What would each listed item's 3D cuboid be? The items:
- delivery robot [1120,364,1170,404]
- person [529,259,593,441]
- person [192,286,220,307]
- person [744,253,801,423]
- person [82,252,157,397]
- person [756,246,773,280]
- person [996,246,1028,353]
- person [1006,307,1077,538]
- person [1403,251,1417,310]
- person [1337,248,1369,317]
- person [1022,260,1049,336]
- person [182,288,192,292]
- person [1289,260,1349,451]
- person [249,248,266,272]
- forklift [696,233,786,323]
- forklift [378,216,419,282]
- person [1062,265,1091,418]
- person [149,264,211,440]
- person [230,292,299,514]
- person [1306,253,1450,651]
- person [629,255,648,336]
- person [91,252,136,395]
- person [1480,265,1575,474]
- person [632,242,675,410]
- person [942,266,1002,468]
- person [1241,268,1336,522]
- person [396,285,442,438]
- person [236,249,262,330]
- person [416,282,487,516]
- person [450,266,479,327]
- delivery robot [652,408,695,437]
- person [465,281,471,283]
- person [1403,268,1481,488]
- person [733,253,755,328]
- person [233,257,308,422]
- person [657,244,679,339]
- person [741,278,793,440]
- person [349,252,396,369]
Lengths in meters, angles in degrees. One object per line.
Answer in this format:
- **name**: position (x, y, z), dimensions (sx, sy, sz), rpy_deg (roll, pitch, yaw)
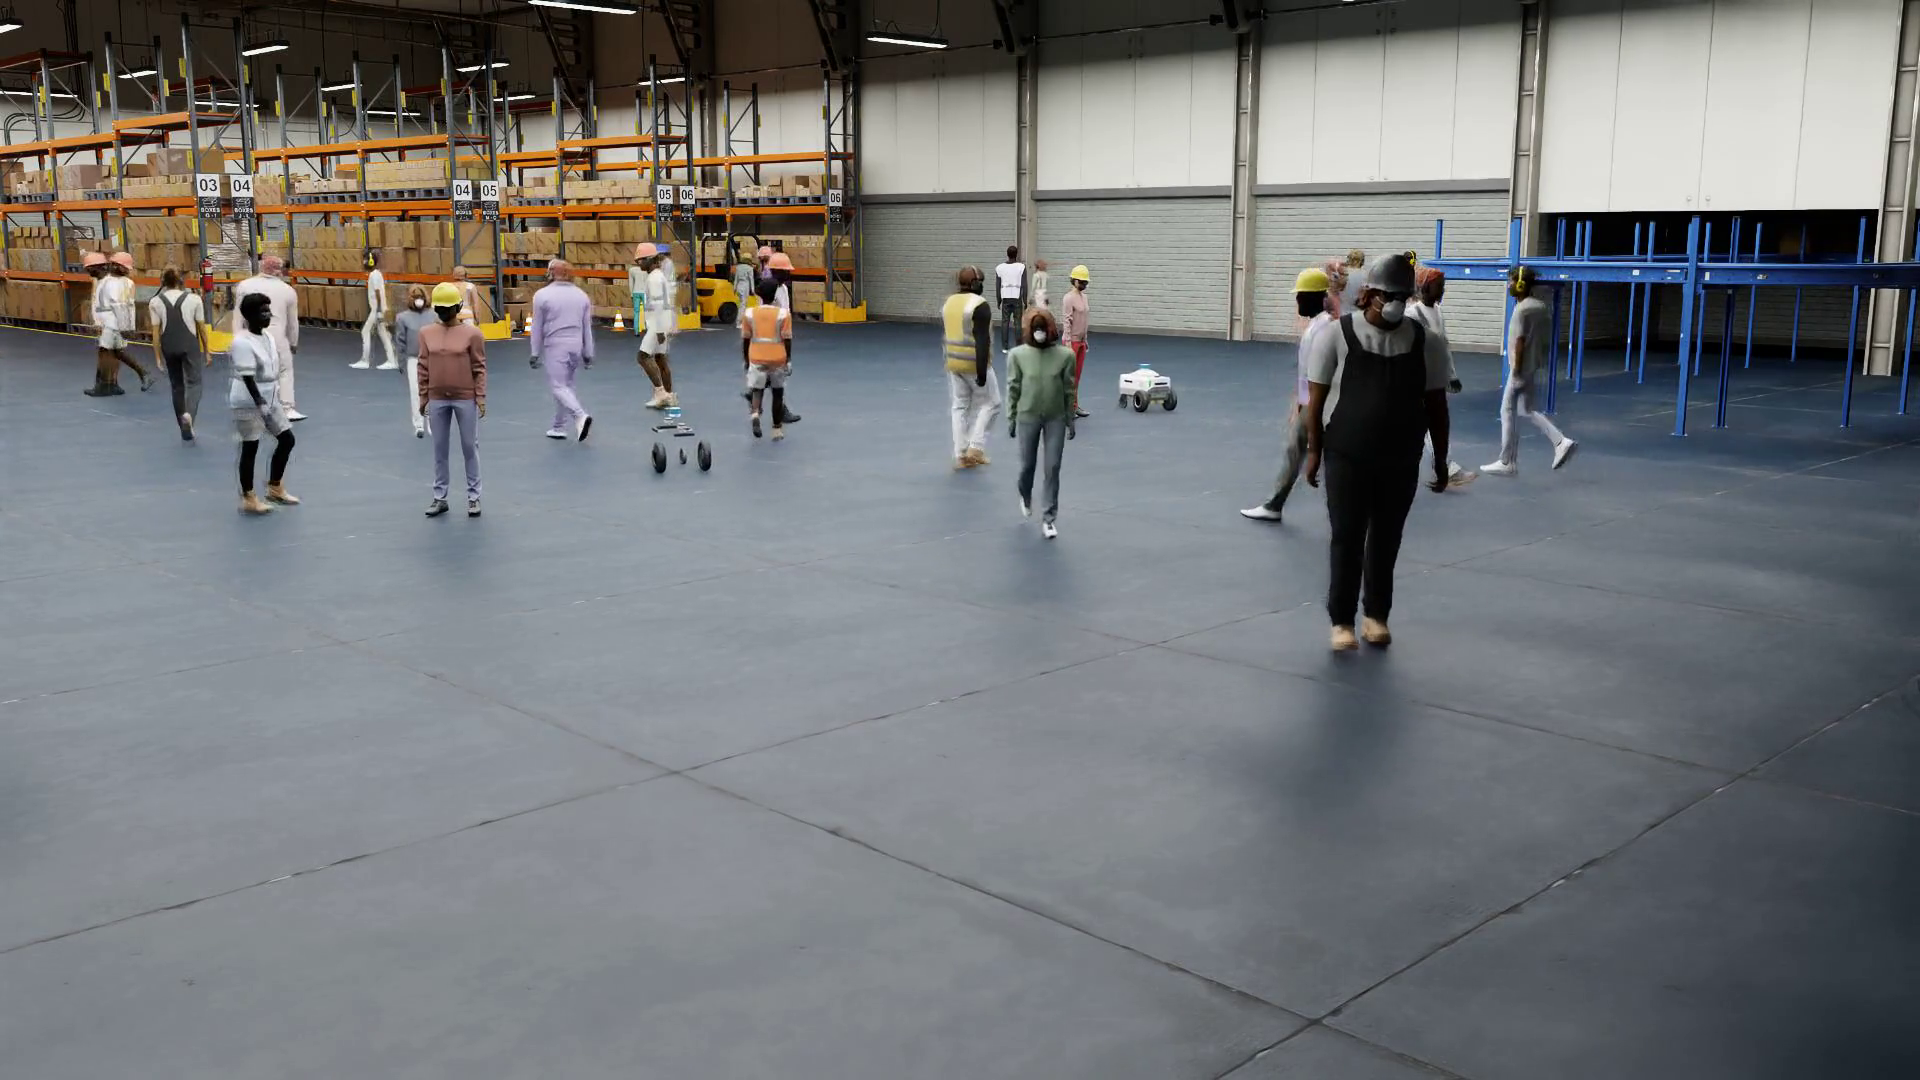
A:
- **delivery robot**: position (2.264, -1.909, 20.351), dimensions (0.477, 0.478, 0.707), rpy_deg (-5, 12, -26)
- **person**: position (-4.073, -1.955, 17.148), dimensions (0.844, 1.877, 0.650), rpy_deg (9, 14, 41)
- **person**: position (-17.484, -5.933, 38.468), dimensions (0.617, 2.017, 0.874), rpy_deg (-8, 13, -36)
- **person**: position (-2.139, -2.303, 18.919), dimensions (0.603, 1.916, 0.562), rpy_deg (2, 11, 12)
- **person**: position (-11.231, -2.881, 22.157), dimensions (0.873, 1.905, 0.550), rpy_deg (-8, 13, -37)
- **person**: position (-3.449, -4.433, 30.531), dimensions (0.615, 1.918, 0.566), rpy_deg (-1, 10, -5)
- **person**: position (0.935, -4.337, 30.009), dimensions (0.587, 1.920, 0.392), rpy_deg (3, 11, 17)
- **person**: position (0.578, -0.859, 11.881), dimensions (0.503, 1.613, 0.590), rpy_deg (0, 10, -2)
- **person**: position (7.156, -3.706, 26.740), dimensions (0.326, 1.865, 0.517), rpy_deg (-6, 12, -28)
- **person**: position (5.210, -2.883, 22.036), dimensions (0.627, 1.937, 0.372), rpy_deg (8, 13, 36)
- **person**: position (1.681, -5.025, 34.637), dimensions (0.845, 1.599, 0.528), rpy_deg (6, 12, 31)
- **person**: position (-18.961, -6.204, 40.443), dimensions (0.650, 1.824, 0.450), rpy_deg (-9, 13, -39)
- **person**: position (3.622, -1.793, 16.280), dimensions (0.860, 1.862, 0.672), rpy_deg (3, 11, 15)
- **person**: position (-15.326, -5.493, 36.509), dimensions (0.976, 1.844, 0.614), rpy_deg (3, 11, 14)
- **forklift**: position (-5.496, -6.489, 41.108), dimensions (2.313, 2.155, 1.214), rpy_deg (-10, 14, -44)
- **forklift**: position (-17.868, -9.201, 54.028), dimensions (1.873, 2.768, 1.129), rpy_deg (-10, 14, -44)
- **person**: position (1.369, -2.306, 19.371), dimensions (0.331, 1.761, 0.532), rpy_deg (6, 12, 29)
- **person**: position (-8.020, -1.922, 17.106), dimensions (0.523, 1.824, 0.809), rpy_deg (-3, 11, -14)
- **person**: position (-5.310, -1.031, 12.633), dimensions (0.471, 1.678, 0.538), rpy_deg (2, 11, 9)
- **person**: position (2.152, -0.422, 8.444), dimensions (0.708, 2.000, 0.703), rpy_deg (0, 10, -3)
- **person**: position (-6.686, -5.163, 34.927), dimensions (0.525, 1.772, 0.304), rpy_deg (1, 10, 7)
- **person**: position (-11.330, -2.903, 22.283), dimensions (0.578, 1.885, 0.591), rpy_deg (6, 12, 30)
- **person**: position (5.040, -1.487, 14.666), dimensions (0.717, 1.848, 0.509), rpy_deg (9, 14, 41)
- **person**: position (-3.708, -2.576, 20.126), dimensions (0.524, 2.018, 0.634), rpy_deg (-1, 10, -8)
- **person**: position (0.117, -1.559, 15.084), dimensions (0.487, 1.829, 0.640), rpy_deg (-8, 13, -36)
- **person**: position (2.652, -1.062, 12.287), dimensions (1.002, 1.878, 0.611), rpy_deg (2, 11, 12)
- **person**: position (-5.596, -1.856, 17.387), dimensions (0.521, 1.586, 0.858), rpy_deg (-4, 11, -23)
- **person**: position (-15.238, -5.326, 35.611), dimensions (0.429, 1.845, 0.621), rpy_deg (6, 12, 28)
- **person**: position (-3.845, -1.061, 12.590), dimensions (0.524, 1.760, 0.327), rpy_deg (0, 10, 0)
- **person**: position (-7.757, -3.448, 25.929), dimensions (0.523, 1.636, 0.310), rpy_deg (0, 10, -2)
- **delivery robot**: position (-2.605, -1.096, 15.211), dimensions (0.335, 0.223, 0.698), rpy_deg (-4, 11, -23)
- **person**: position (-12.421, -6.386, 41.447), dimensions (0.404, 1.827, 0.611), rpy_deg (8, 13, 37)
- **person**: position (3.971, -1.371, 14.069), dimensions (0.975, 1.834, 0.597), rpy_deg (7, 13, 35)
- **person**: position (-4.883, -5.692, 37.983), dimensions (0.507, 1.690, 0.724), rpy_deg (8, 13, 36)
- **person**: position (-7.806, -2.243, 18.755), dimensions (0.739, 1.866, 0.411), rpy_deg (-6, 12, -31)
- **person**: position (-6.091, -5.057, 33.937), dimensions (0.729, 1.924, 0.609), rpy_deg (-4, 11, -21)
- **person**: position (-1.983, -1.842, 17.062), dimensions (0.540, 1.676, 0.639), rpy_deg (1, 10, 3)
- **person**: position (-9.348, -3.615, 26.263), dimensions (0.818, 1.841, 0.567), rpy_deg (-3, 11, -14)
